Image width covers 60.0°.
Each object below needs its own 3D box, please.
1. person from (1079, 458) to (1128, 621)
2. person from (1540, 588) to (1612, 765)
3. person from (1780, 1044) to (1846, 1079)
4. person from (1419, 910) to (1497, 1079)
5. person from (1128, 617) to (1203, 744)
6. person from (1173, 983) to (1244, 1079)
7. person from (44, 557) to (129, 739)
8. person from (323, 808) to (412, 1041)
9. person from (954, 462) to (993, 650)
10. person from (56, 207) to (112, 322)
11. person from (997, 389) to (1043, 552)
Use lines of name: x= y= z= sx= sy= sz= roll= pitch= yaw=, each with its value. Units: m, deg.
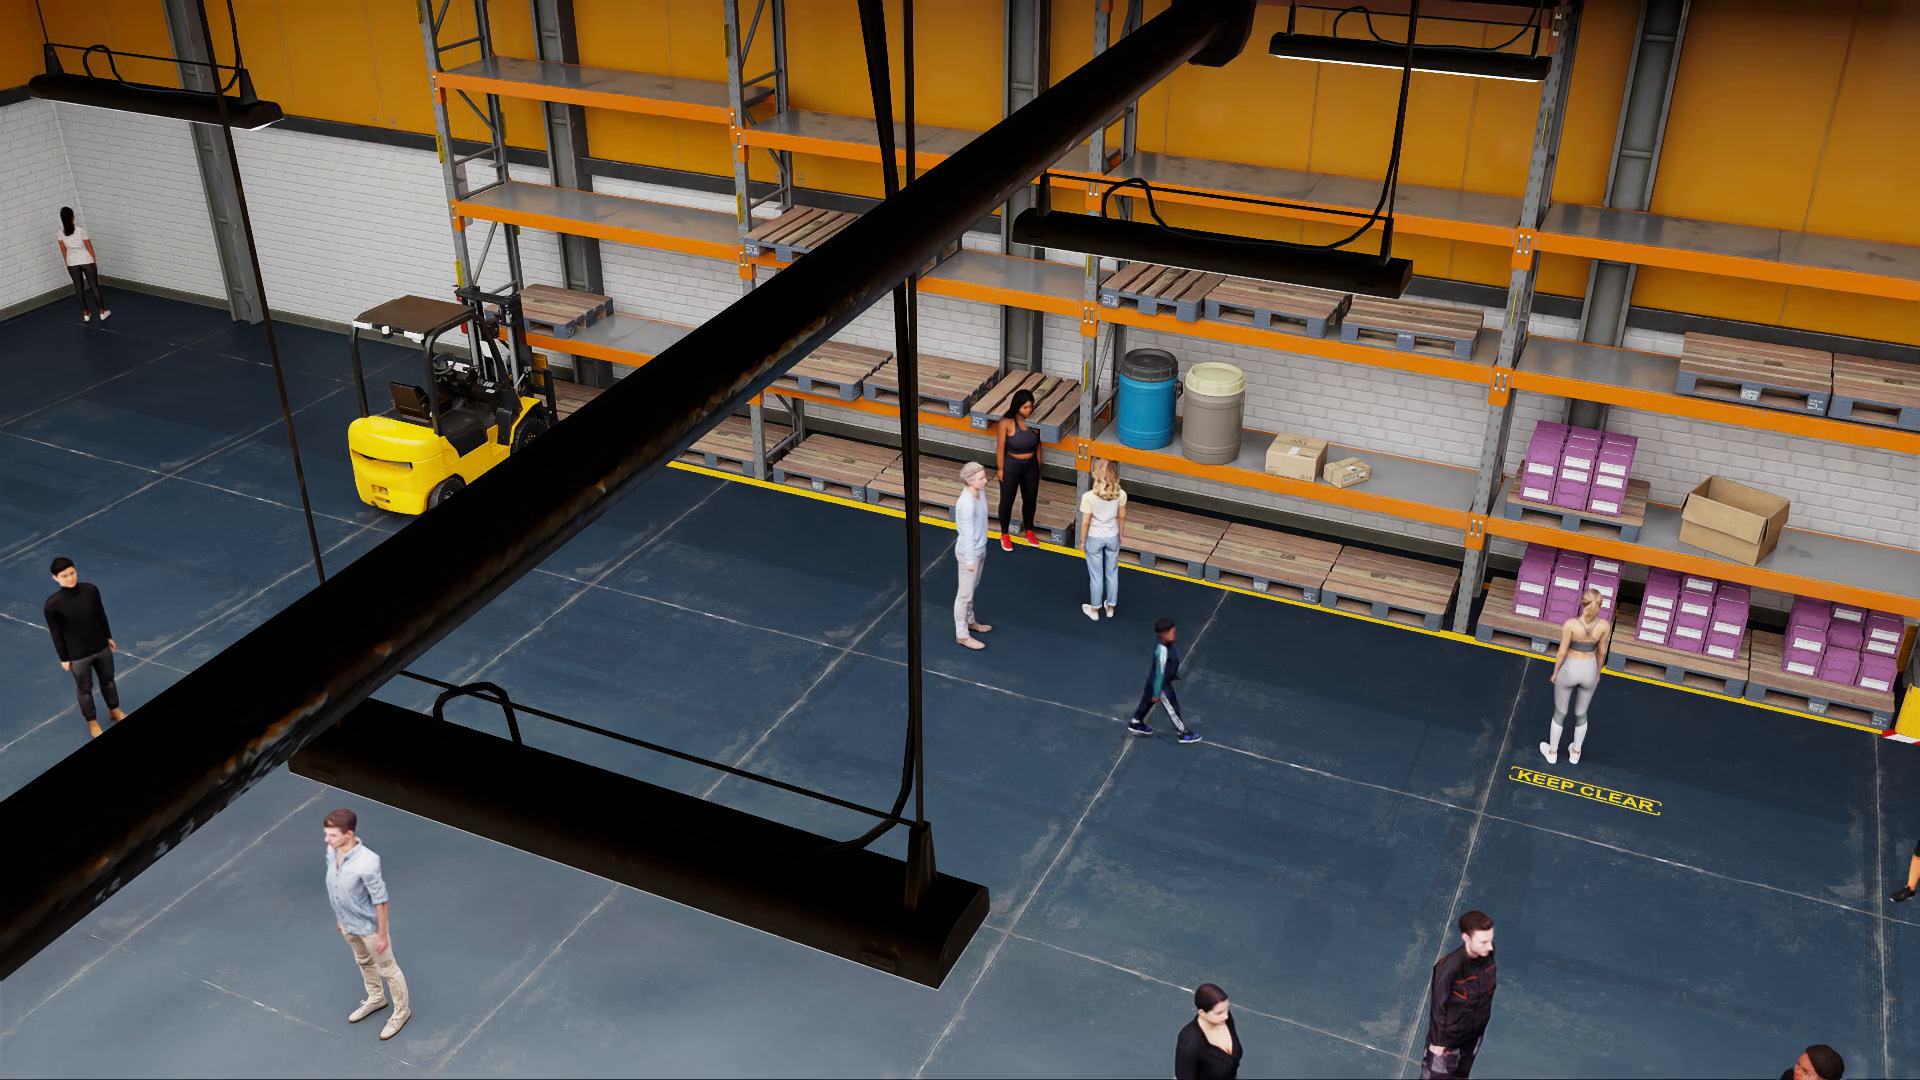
person: x=1.397 y=-0.005 z=16.266 sx=0.695 sy=1.723 sz=0.767 roll=-8 pitch=30 yaw=-15
person: x=5.256 y=1.155 z=14.159 sx=0.593 sy=1.704 sz=0.695 roll=2 pitch=29 yaw=4
person: x=4.964 y=3.594 z=9.770 sx=1.149 sy=1.625 sz=1.033 roll=-7 pitch=29 yaw=-12
person: x=3.108 y=3.080 z=10.409 sx=0.775 sy=1.914 sz=0.759 roll=-21 pitch=35 yaw=-33
person: x=1.710 y=1.216 z=14.547 sx=0.923 sy=1.224 sz=0.630 roll=7 pitch=29 yaw=12
person: x=1.451 y=3.357 z=10.065 sx=0.688 sy=1.759 sz=0.727 roll=20 pitch=35 yaw=33
person: x=-7.666 y=0.917 z=14.575 sx=0.595 sy=1.723 sz=0.678 roll=19 pitch=34 yaw=30
person: x=-4.075 y=2.594 z=11.372 sx=0.515 sy=1.847 sz=0.739 roll=17 pitch=33 yaw=28
person: x=0.103 y=0.111 z=15.875 sx=0.619 sy=1.893 sz=0.689 roll=8 pitch=30 yaw=14
person: x=-12.430 y=-3.910 z=23.507 sx=0.644 sy=1.644 sz=0.718 roll=-7 pitch=29 yaw=-13
person: x=0.627 y=-0.771 z=17.574 sx=0.764 sy=1.815 sz=0.829 roll=-9 pitch=30 yaw=-16
